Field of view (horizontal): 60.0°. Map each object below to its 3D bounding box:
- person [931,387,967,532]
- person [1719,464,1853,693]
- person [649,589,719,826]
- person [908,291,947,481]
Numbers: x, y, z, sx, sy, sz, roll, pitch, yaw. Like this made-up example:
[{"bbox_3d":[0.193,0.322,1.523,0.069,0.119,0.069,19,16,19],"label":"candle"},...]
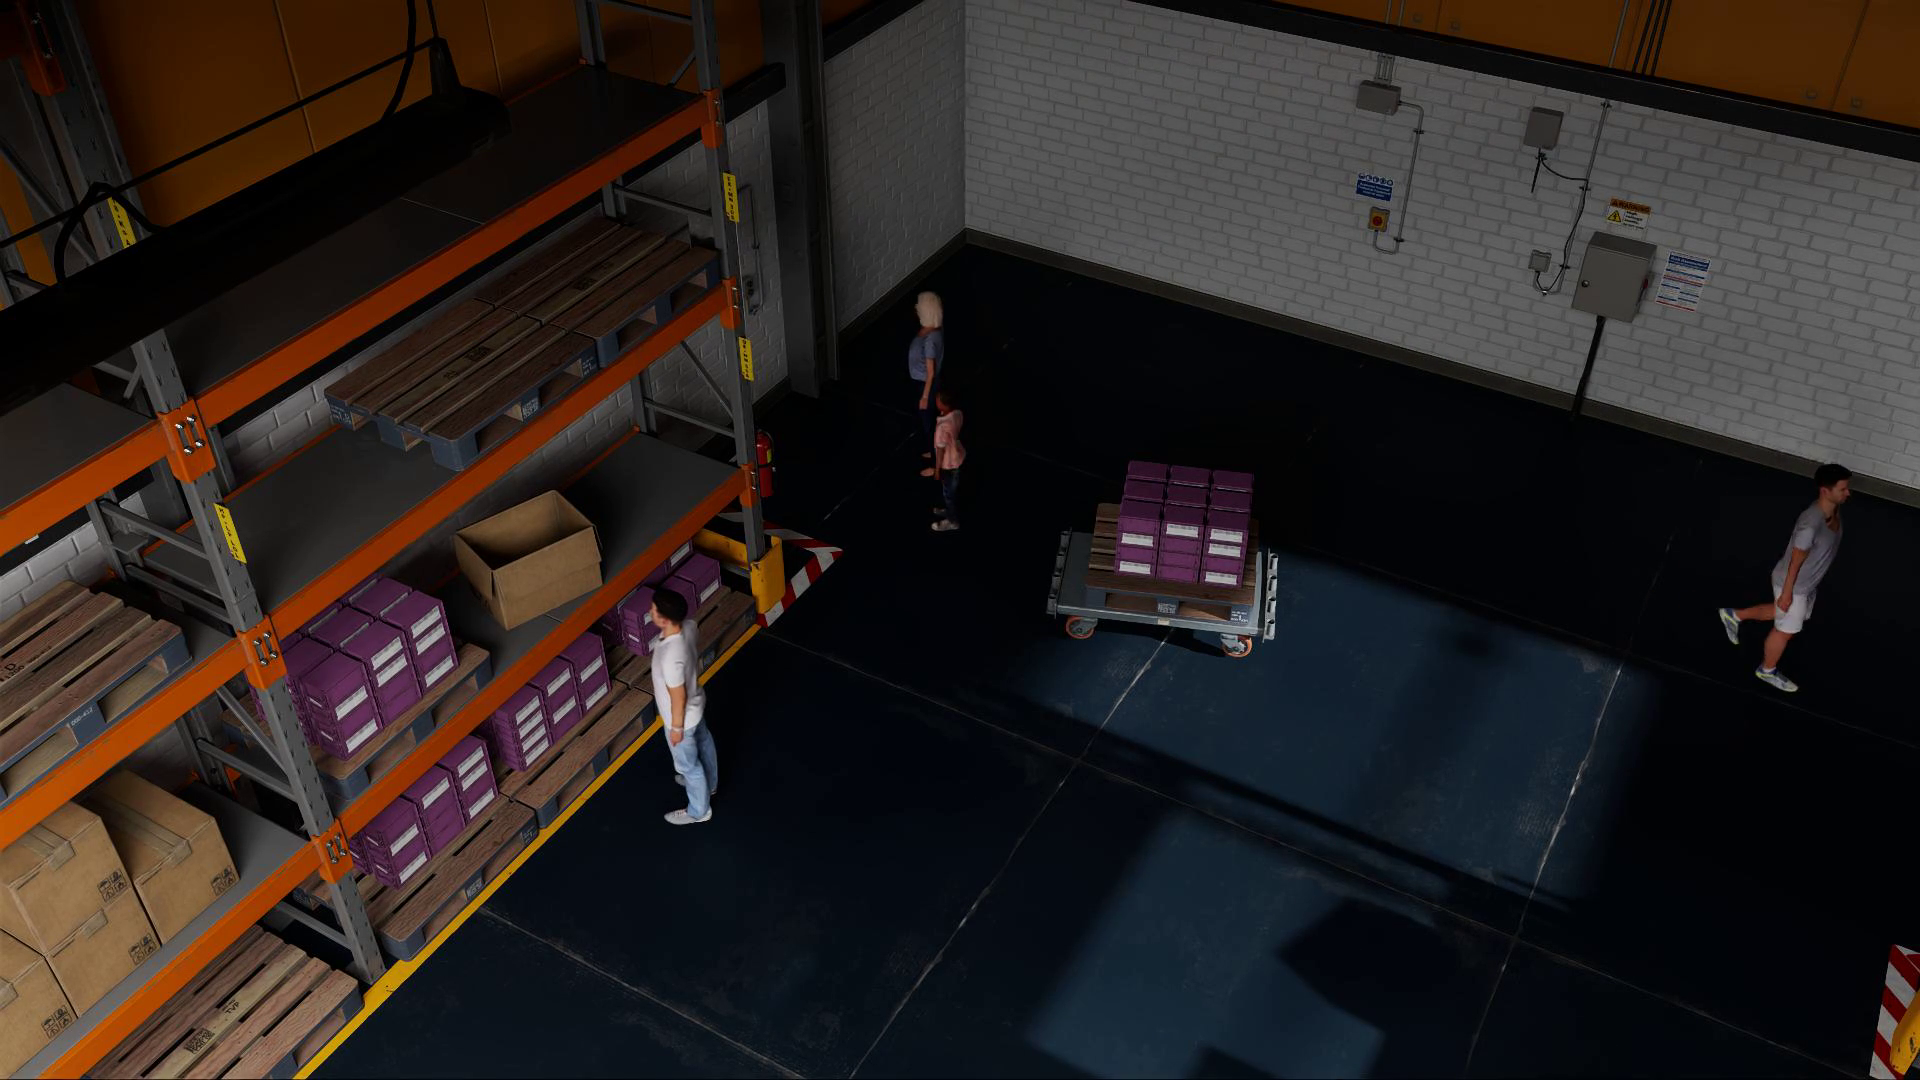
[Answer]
[{"bbox_3d":[-0.037,-0.639,13.017,0.633,1.302,0.503,11,40,14],"label":"person"},{"bbox_3d":[5.722,0.218,11.512,0.975,1.841,0.906,-31,48,-33],"label":"person"},{"bbox_3d":[-1.737,1.037,10.467,0.812,1.866,0.657,4,39,6],"label":"person"},{"bbox_3d":[-0.233,-1.265,13.465,0.717,1.722,0.587,3,39,4],"label":"person"}]
